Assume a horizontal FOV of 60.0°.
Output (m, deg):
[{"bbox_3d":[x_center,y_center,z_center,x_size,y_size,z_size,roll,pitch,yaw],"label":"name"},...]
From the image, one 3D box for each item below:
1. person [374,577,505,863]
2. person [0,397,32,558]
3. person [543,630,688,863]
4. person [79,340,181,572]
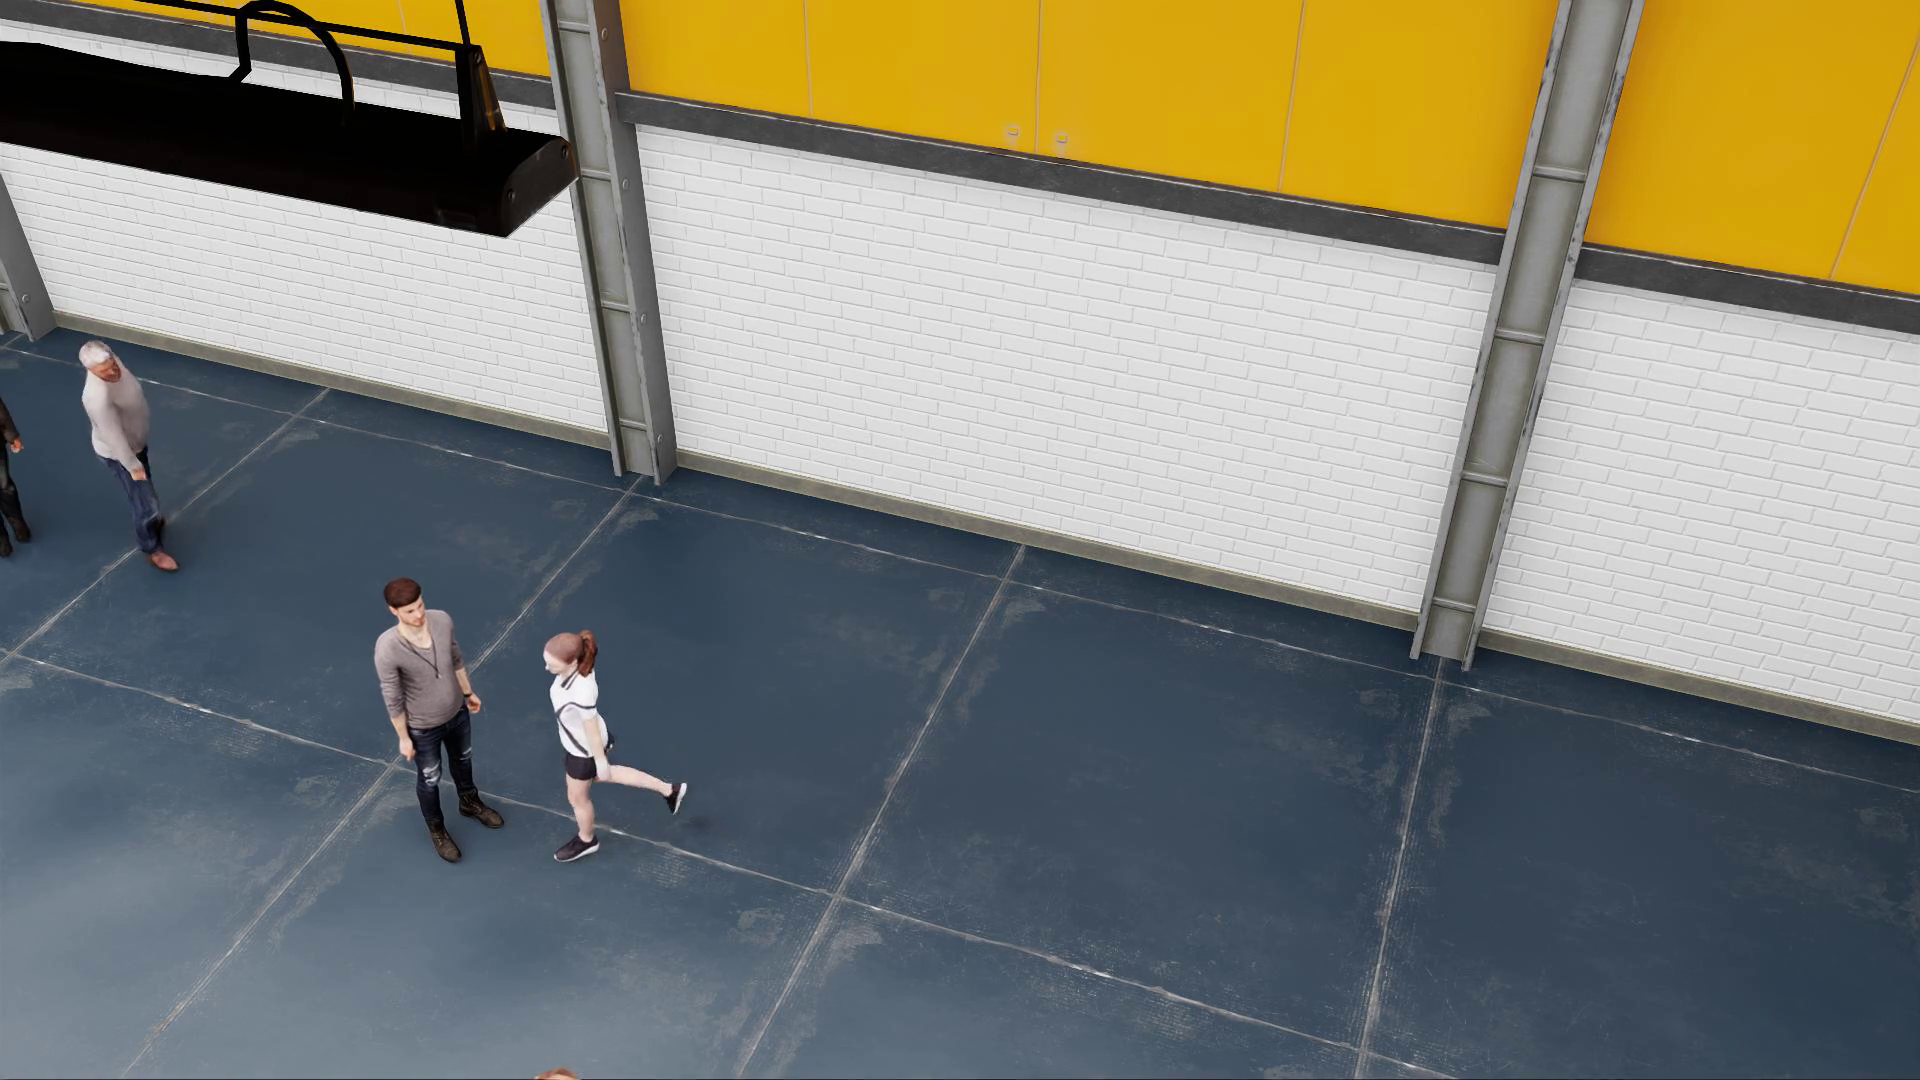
[{"bbox_3d":[-2.962,0.966,9.334,0.682,1.905,0.755,25,45,28],"label":"person"},{"bbox_3d":[-6.890,-0.748,11.578,0.851,1.785,0.875,-26,46,-29],"label":"person"},{"bbox_3d":[-1.989,1.133,9.274,1.094,1.720,0.991,-13,40,-16],"label":"person"},{"bbox_3d":[-5.735,-0.649,11.388,0.982,1.866,0.994,-18,42,-21],"label":"person"}]
